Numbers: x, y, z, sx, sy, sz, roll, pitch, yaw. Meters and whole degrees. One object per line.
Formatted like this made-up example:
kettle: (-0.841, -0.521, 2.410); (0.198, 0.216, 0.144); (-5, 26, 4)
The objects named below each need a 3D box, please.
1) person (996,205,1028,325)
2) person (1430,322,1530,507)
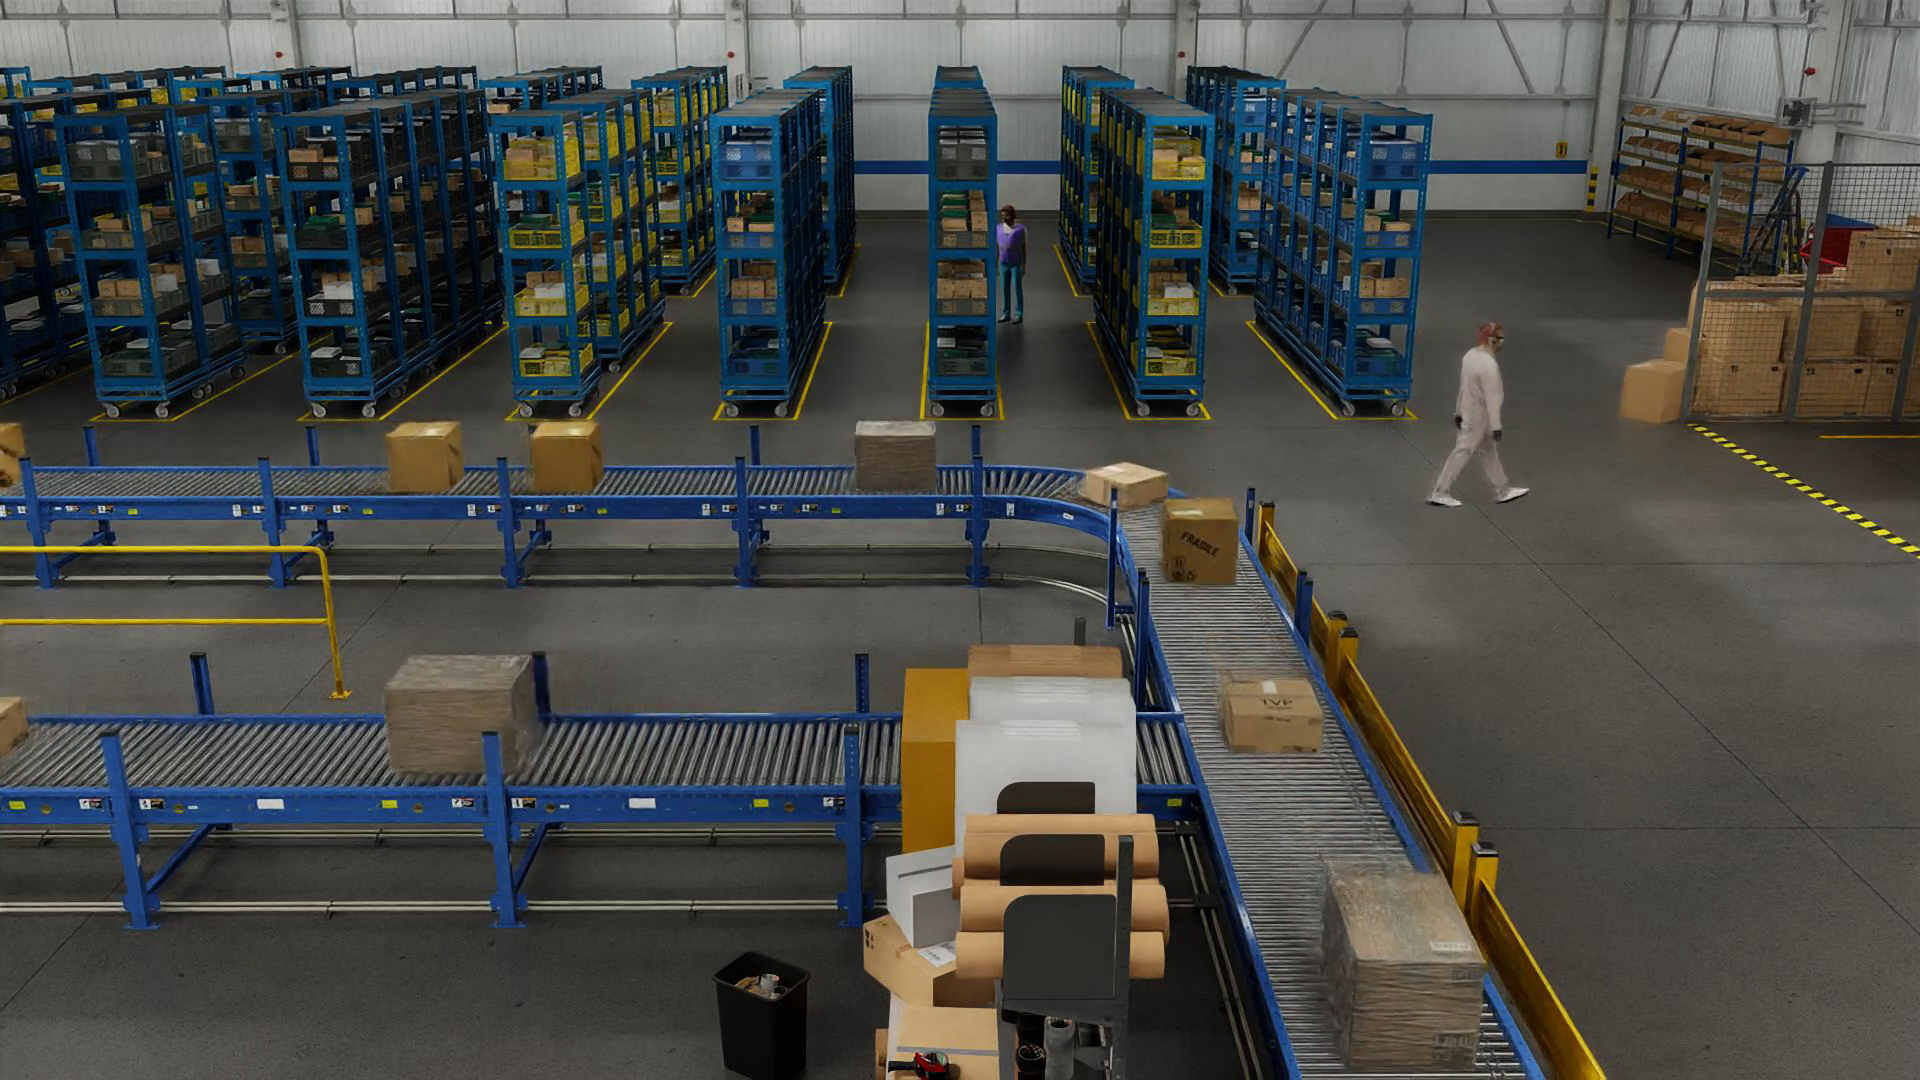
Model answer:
person: (0.791, -4.291, 25.901); (0.575, 1.830, 0.410); (11, 21, 30)
person: (5.181, -1.218, 16.382); (1.013, 1.852, 0.667); (1, 18, 4)
